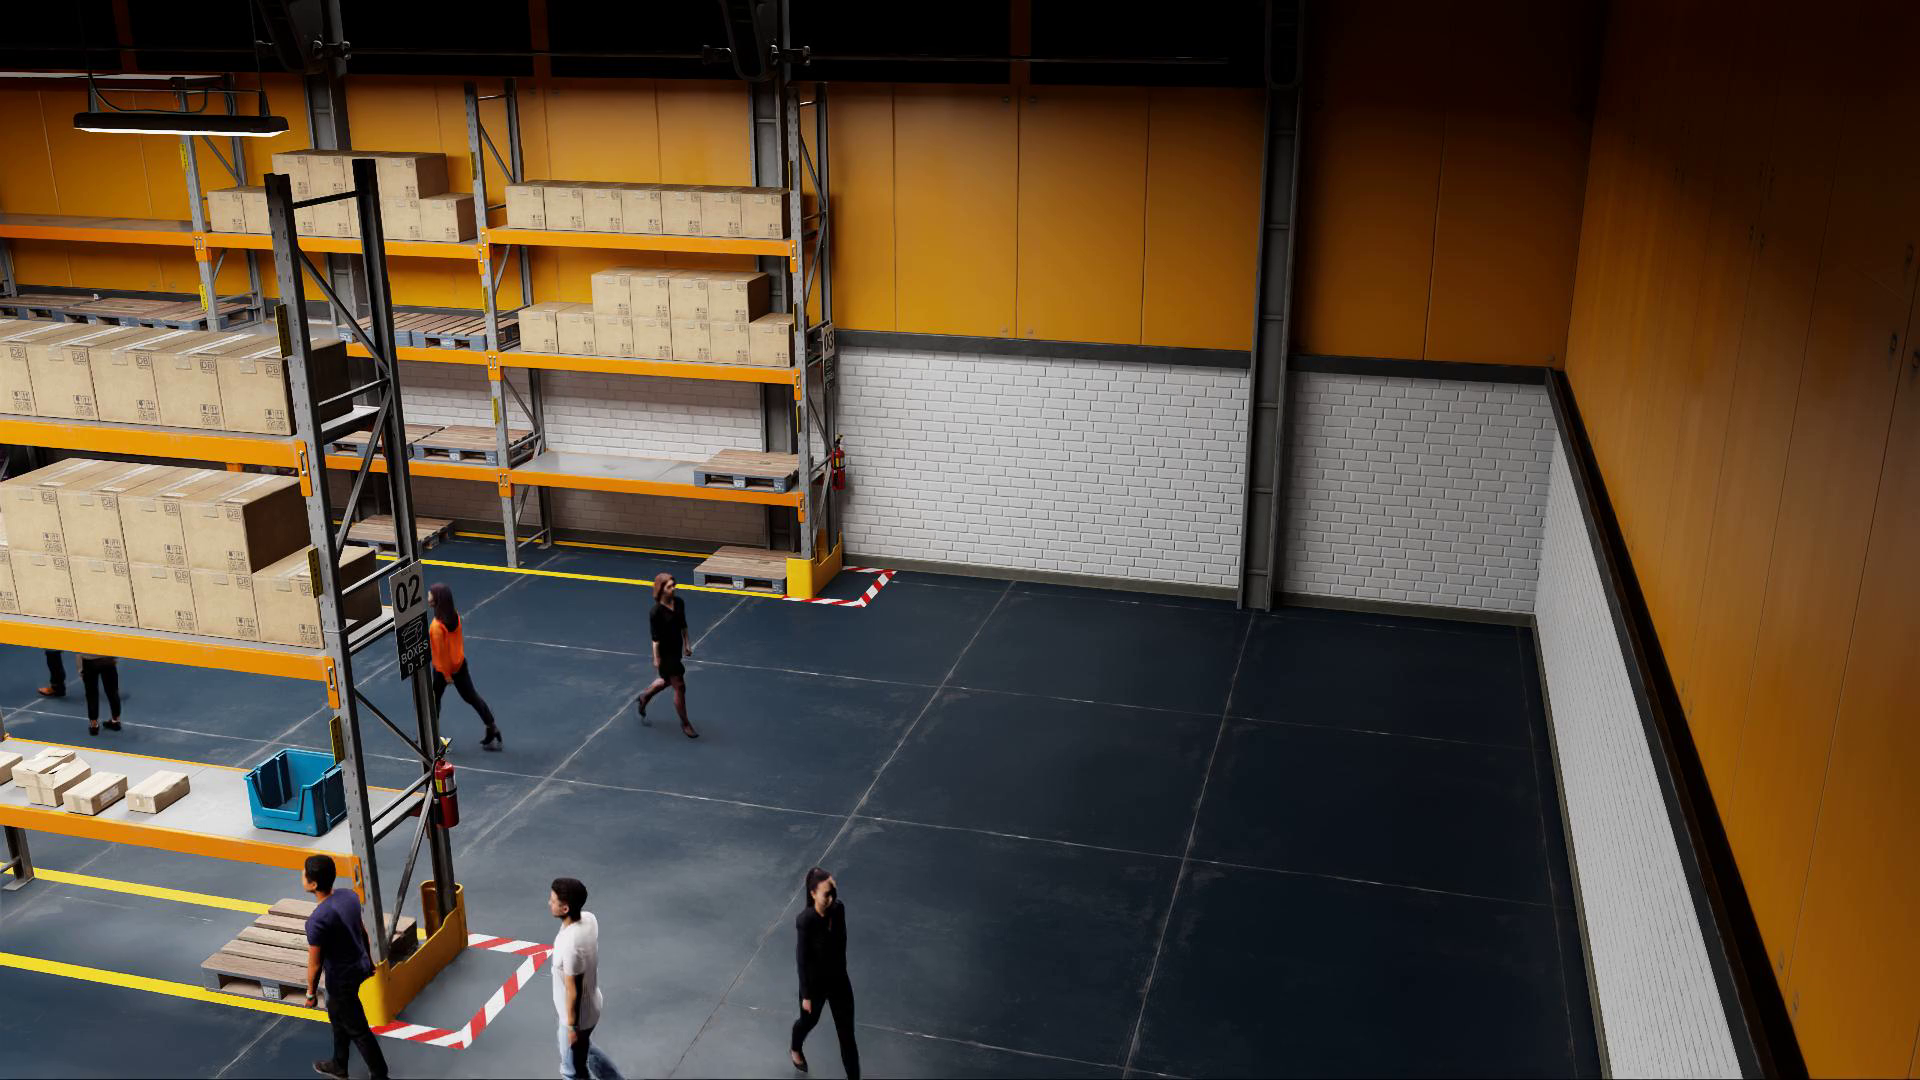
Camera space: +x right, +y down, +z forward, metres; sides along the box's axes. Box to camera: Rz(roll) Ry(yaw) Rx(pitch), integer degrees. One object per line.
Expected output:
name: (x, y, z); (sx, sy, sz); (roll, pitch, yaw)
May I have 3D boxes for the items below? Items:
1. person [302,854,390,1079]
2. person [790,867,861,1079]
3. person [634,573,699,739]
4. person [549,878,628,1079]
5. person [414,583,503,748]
person: (-3.967, 2.888, 10.954); (0.874, 1.765, 0.708); (3, 19, 9)
person: (-0.953, 2.930, 10.977); (0.981, 1.670, 1.143); (-16, 24, -38)
person: (-2.918, 1.116, 16.360); (1.105, 1.673, 0.780); (11, 21, 28)
person: (-2.346, 2.969, 10.572); (0.880, 1.855, 0.790); (0, 19, 1)
person: (-4.798, 1.239, 15.948); (1.137, 1.702, 0.720); (2, 19, 7)
